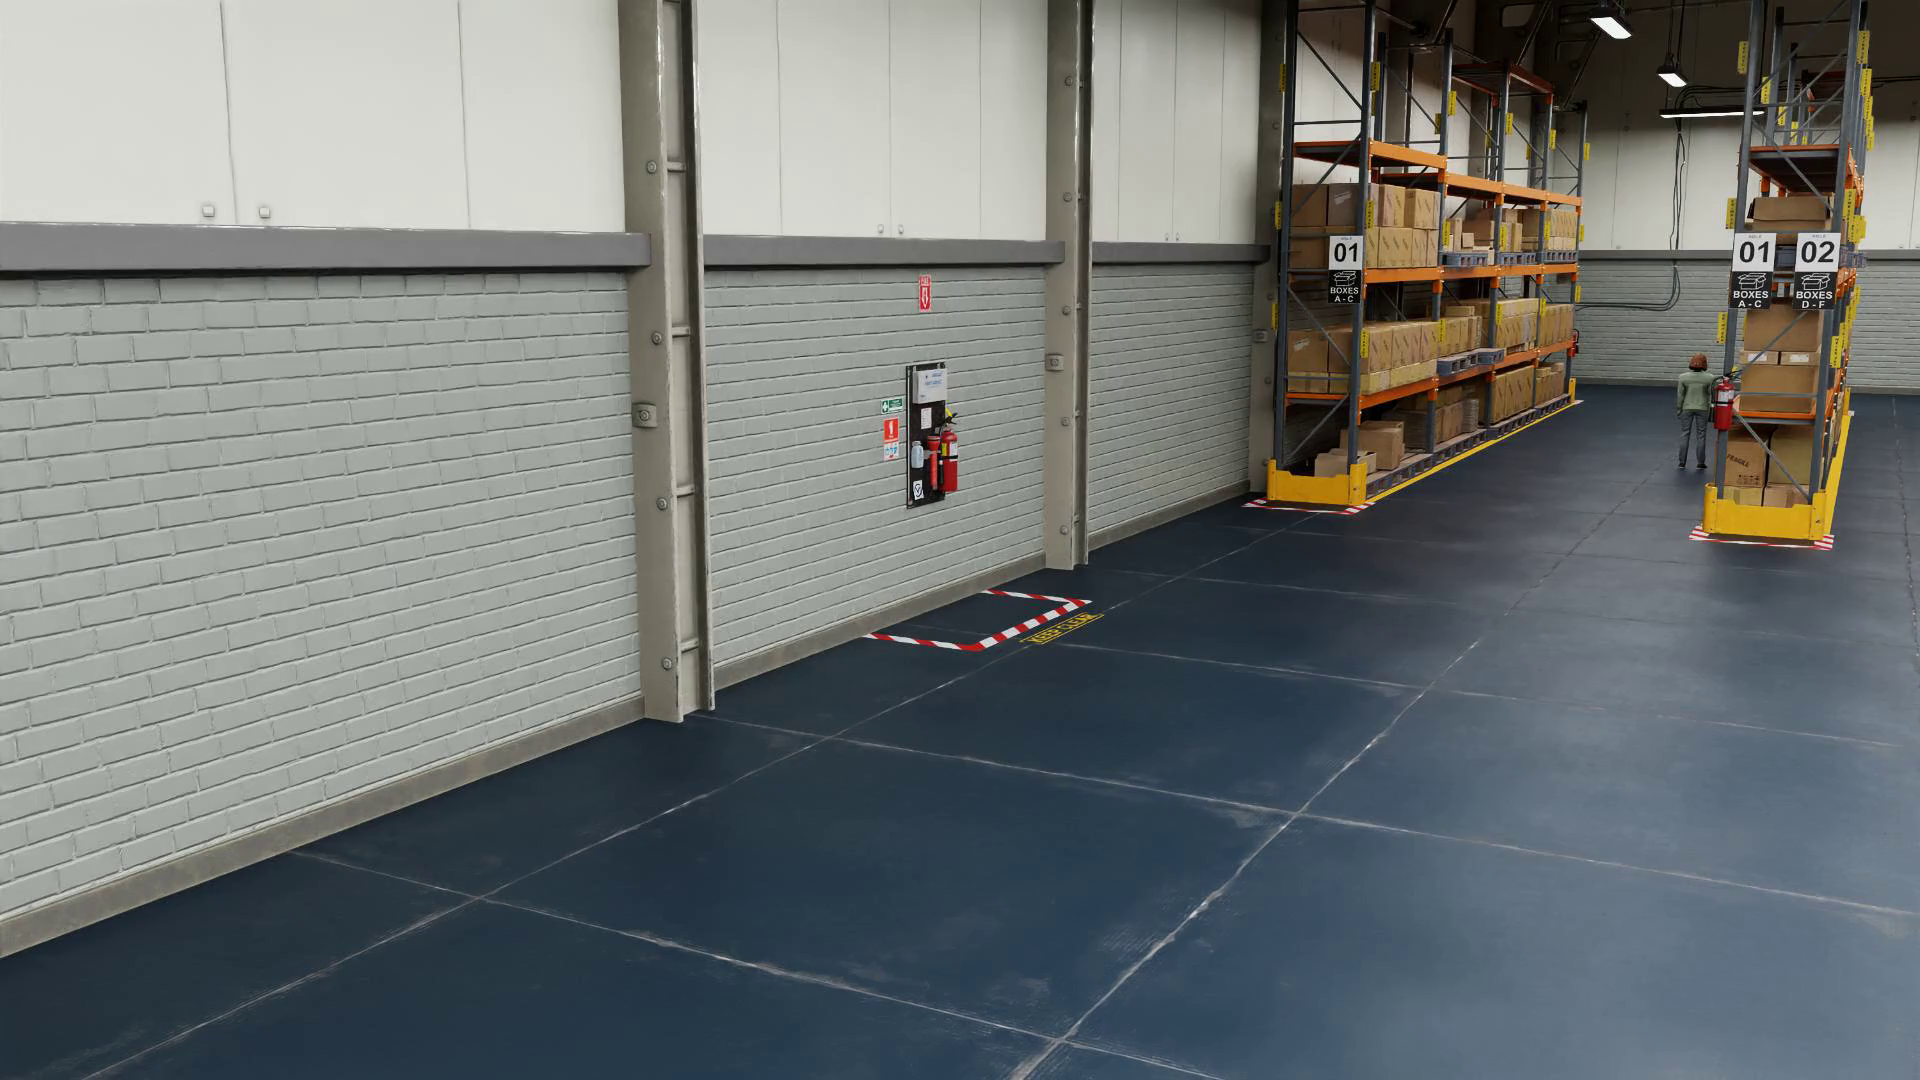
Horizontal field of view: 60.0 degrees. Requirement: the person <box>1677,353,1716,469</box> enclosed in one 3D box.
[{"bbox_3d":[10.368,-1.813,23.448,0.500,1.633,0.279,6,11,31],"label":"person"}]
